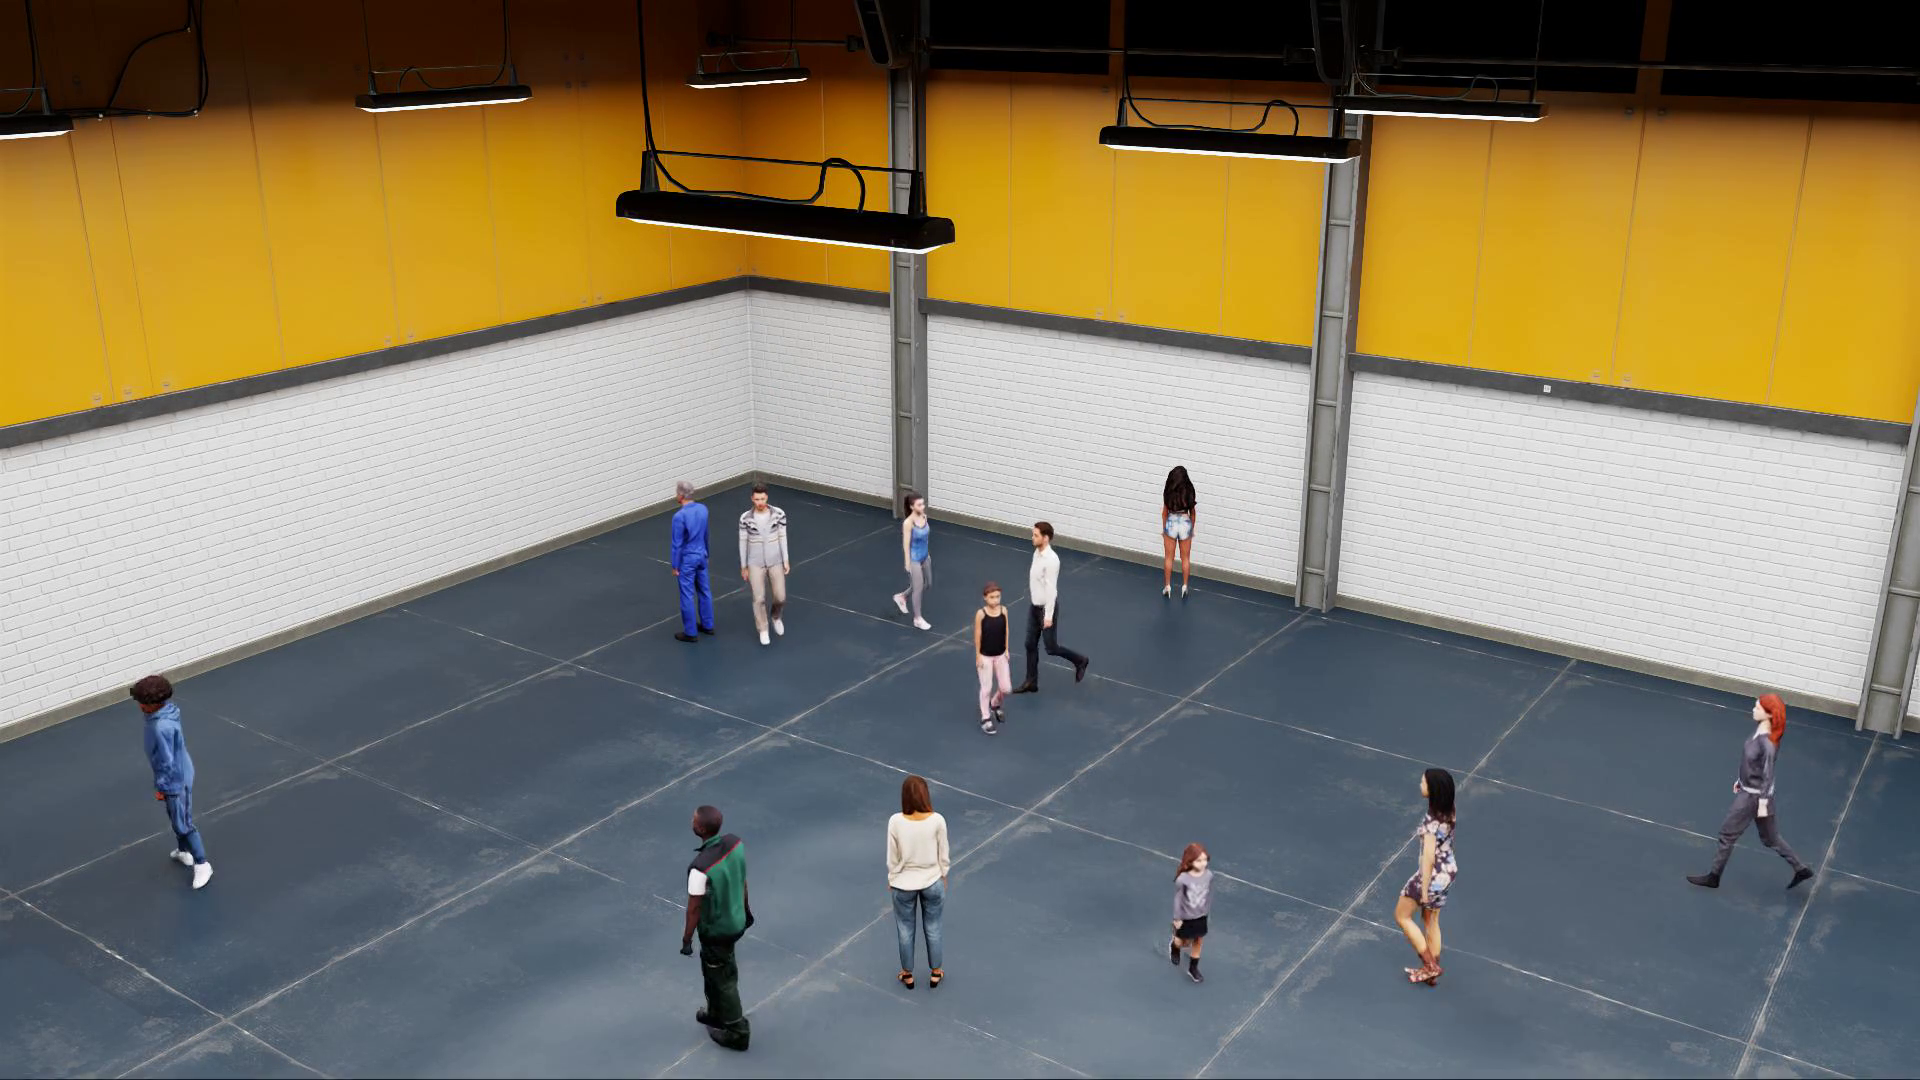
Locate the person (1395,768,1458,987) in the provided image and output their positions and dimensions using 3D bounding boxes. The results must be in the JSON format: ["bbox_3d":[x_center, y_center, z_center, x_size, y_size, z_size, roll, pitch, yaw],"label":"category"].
[{"bbox_3d":[3.498,2.480,12.049,0.634,1.726,0.624,16,24,39],"label":"person"}]

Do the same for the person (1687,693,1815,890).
[{"bbox_3d":[6.440,2.052,13.282,1.194,1.750,0.761,7,20,20],"label":"person"}]

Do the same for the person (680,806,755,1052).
[{"bbox_3d":[-1.570,2.668,11.344,0.810,1.821,0.782,8,20,23],"label":"person"}]

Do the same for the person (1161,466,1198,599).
[{"bbox_3d":[2.602,-0.098,19.862,0.641,1.626,0.722,1,19,2],"label":"person"}]

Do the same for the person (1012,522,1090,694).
[{"bbox_3d":[0.949,0.713,17.099,1.067,1.852,1.107,-7,20,-21],"label":"person"}]

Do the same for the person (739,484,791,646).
[{"bbox_3d":[-2.184,0.228,18.561,0.862,1.839,0.915,-5,19,-13],"label":"person"}]

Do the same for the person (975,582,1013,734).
[{"bbox_3d":[0.286,1.122,16.353,0.669,1.554,0.736,-7,20,-21],"label":"person"}]

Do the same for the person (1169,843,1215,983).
[{"bbox_3d":[1.698,2.722,12.313,0.618,1.099,0.692,-7,20,-21],"label":"person"}]

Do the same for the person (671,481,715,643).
[{"bbox_3d":[-2.987,0.222,18.601,0.523,1.823,0.715,13,22,33],"label":"person"}]

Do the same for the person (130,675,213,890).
[{"bbox_3d":[-6.457,1.902,13.656,1.046,1.796,0.825,-5,19,-14],"label":"person"}]

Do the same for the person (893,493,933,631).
[{"bbox_3d":[-0.540,0.219,18.960,0.793,1.600,0.570,12,22,32],"label":"person"}]

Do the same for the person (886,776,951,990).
[{"bbox_3d":[-0.307,2.492,12.087,0.670,1.679,0.762,0,19,0],"label":"person"}]
